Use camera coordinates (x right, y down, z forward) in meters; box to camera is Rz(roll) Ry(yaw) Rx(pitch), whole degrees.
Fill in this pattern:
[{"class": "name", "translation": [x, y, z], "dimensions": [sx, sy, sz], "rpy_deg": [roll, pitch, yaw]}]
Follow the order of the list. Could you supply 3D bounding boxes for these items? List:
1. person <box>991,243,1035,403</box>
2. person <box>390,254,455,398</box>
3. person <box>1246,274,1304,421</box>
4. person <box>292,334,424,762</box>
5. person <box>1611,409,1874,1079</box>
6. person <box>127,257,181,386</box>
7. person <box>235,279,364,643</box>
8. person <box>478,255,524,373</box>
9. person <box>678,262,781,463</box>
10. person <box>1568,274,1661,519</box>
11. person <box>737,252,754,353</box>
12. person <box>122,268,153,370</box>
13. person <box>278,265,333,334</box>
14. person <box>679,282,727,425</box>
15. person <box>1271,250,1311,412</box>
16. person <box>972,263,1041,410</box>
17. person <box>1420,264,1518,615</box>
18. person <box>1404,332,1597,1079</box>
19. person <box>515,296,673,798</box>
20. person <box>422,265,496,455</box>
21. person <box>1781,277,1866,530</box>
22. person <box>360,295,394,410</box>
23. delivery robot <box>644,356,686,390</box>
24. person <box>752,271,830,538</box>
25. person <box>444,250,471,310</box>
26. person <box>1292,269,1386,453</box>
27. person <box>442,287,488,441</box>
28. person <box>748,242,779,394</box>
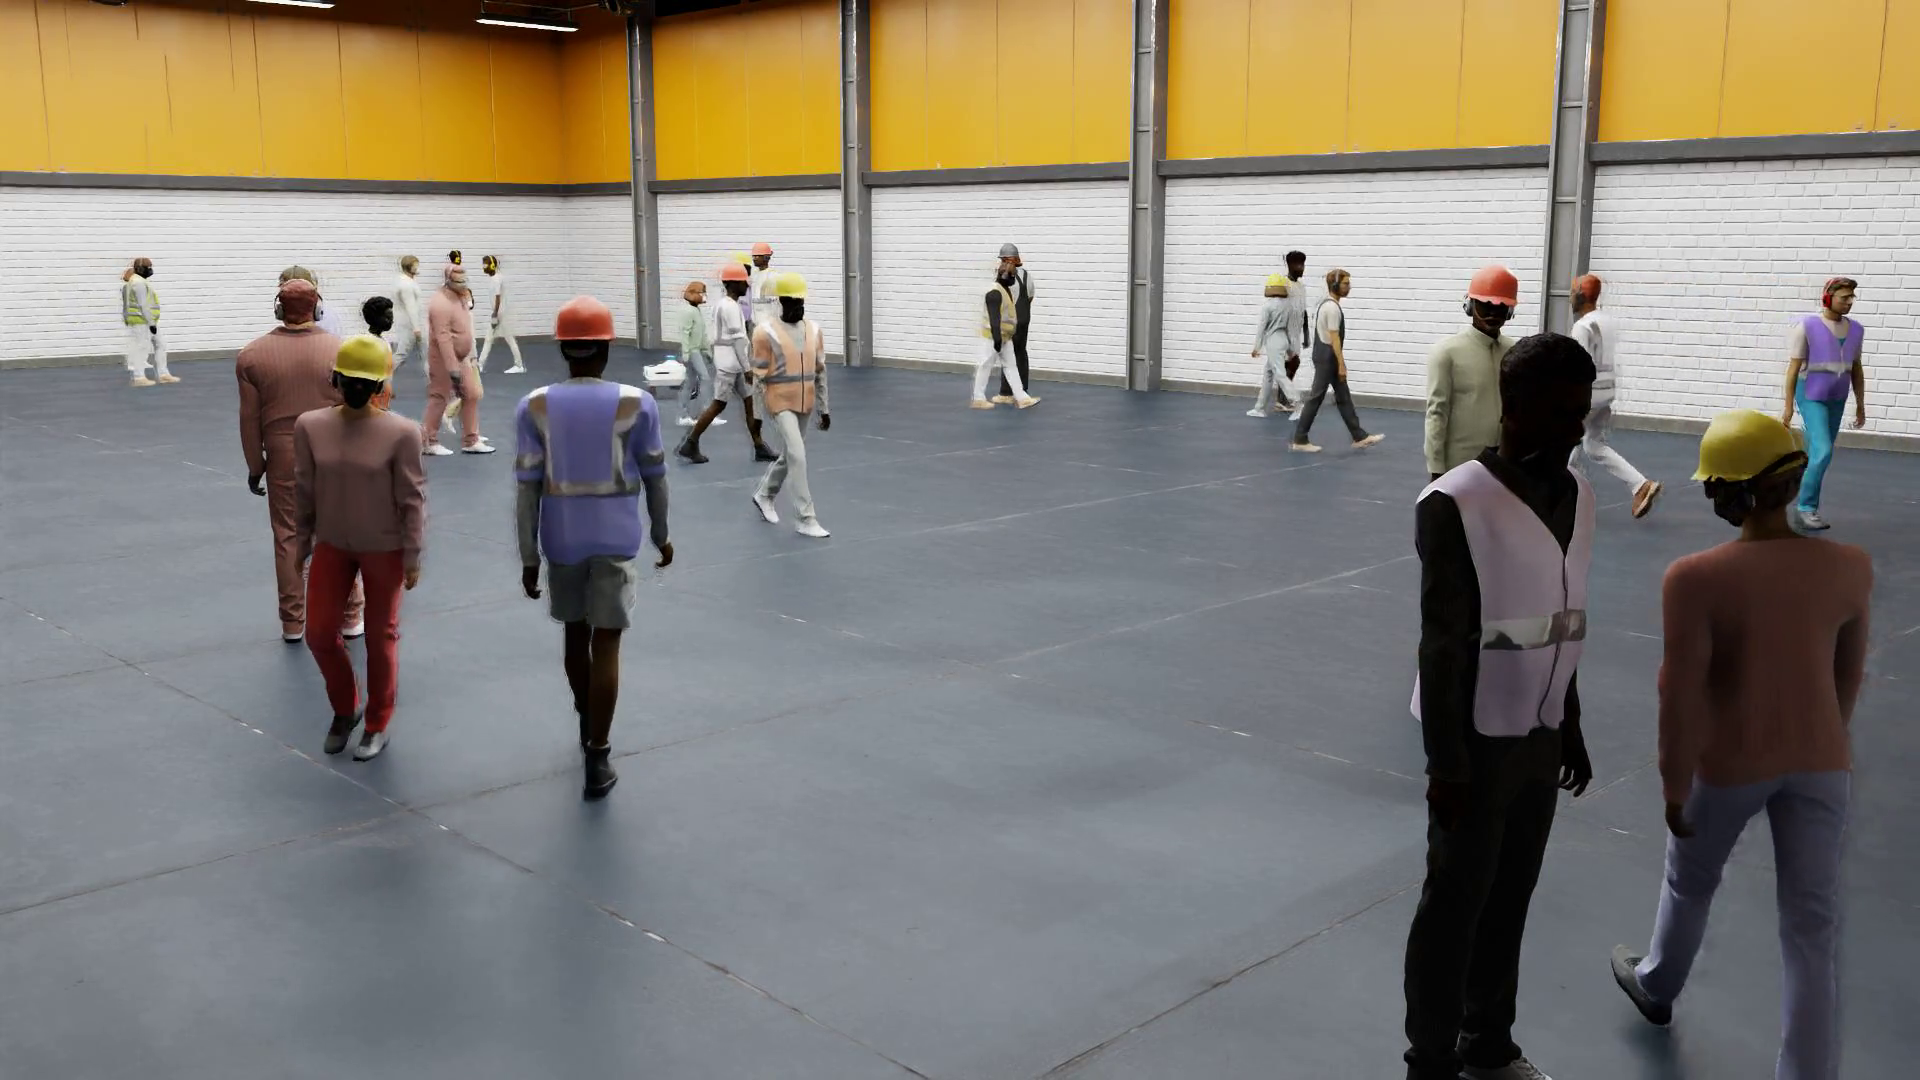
[{"class": "person", "translation": [0.609, -2.778, 21.291], "dimensions": [0.535, 2.000, 0.684], "rpy_deg": [9, 14, 40]}, {"class": "person", "translation": [-7.249, -2.799, 21.825], "dimensions": [1.017, 1.899, 0.641], "rpy_deg": [-2, 11, -10]}, {"class": "person", "translation": [3.714, -2.240, 19.301], "dimensions": [0.482, 1.693, 0.910], "rpy_deg": [-10, 14, -43]}, {"class": "person", "translation": [-2.417, 0.042, 6.701], "dimensions": [0.553, 1.742, 0.397], "rpy_deg": [0, 10, 0]}, {"class": "person", "translation": [1.946, 0.537, 4.122], "dimensions": [0.549, 1.709, 0.894], "rpy_deg": [1, 10, 3]}, {"class": "person", "translation": [-11.461, -3.095, 23.646], "dimensions": [0.752, 1.811, 0.656], "rpy_deg": [-5, 11, -25]}, {"class": "person", "translation": [-3.411, -0.409, 8.743], "dimensions": [0.654, 1.905, 0.408], "rpy_deg": [-3, 11, -14]}, {"class": "person", "translation": [-7.211, -3.462, 25.640], "dimensions": [0.969, 1.813, 0.537], "rpy_deg": [-6, 12, -29]}, {"class": "person", "translation": [-2.182, -1.649, 15.566], "dimensions": [0.996, 1.900, 0.540], "rpy_deg": [-1, 10, -5]}, {"class": "person", "translation": [4.752, -1.037, 12.327], "dimensions": [0.786, 1.857, 0.620], "rpy_deg": [9, 14, 41]}, {"class": "person", "translation": [-3.125, -3.269, 24.426], "dimensions": [1.007, 1.872, 0.601], "rpy_deg": [4, 11, 22]}, {"class": "person", "translation": [-13.029, -3.502, 26.405], "dimensions": [0.522, 1.611, 0.594], "rpy_deg": [10, 14, 43]}, {"class": "person", "translation": [-4.659, -1.016, 12.011], "dimensions": [0.469, 1.918, 0.711], "rpy_deg": [-3, 11, -16]}, {"class": "person", "translation": [-2.863, -2.075, 18.609], "dimensions": [0.695, 1.604, 0.529], "rpy_deg": [1, 10, 5]}, {"class": "person", "translation": [4.025, -2.500, 20.017], "dimensions": [0.536, 1.947, 0.645], "rpy_deg": [9, 14, 40]}, {"class": "person", "translation": [0.549, -2.476, 20.323], "dimensions": [0.913, 1.782, 0.664], "rpy_deg": [4, 11, 19]}, {"class": "person", "translation": [2.553, -0.353, 8.208], "dimensions": [0.611, 1.990, 0.392], "rpy_deg": [-5, 11, -24]}, {"class": "person", "translation": [1.285, 0.465, 3.956], "dimensions": [0.587, 1.914, 0.391], "rpy_deg": [-9, 13, -39]}, {"class": "person", "translation": [-1.432, -0.008, 6.588], "dimensions": [0.562, 1.889, 0.961], "rpy_deg": [0, 10, 0]}, {"class": "person", "translation": [-4.881, -1.713, 16.017], "dimensions": [0.820, 1.847, 0.665], "rpy_deg": [1, 10, 6]}, {"class": "person", "translation": [6.281, -0.975, 12.023], "dimensions": [0.600, 1.826, 0.547], "rpy_deg": [-3, 11, -18]}, {"class": "person", "translation": [-4.579, -1.035, 12.767], "dimensions": [0.518, 1.674, 0.550], "rpy_deg": [0, 10, 2]}, {"class": "delivery robot", "translation": [-3.780, -2.171, 21.781], "dimensions": [0.707, 0.478, 0.477], "rpy_deg": [-2, 11, -11]}, {"class": "person", "translation": [-1.258, -0.997, 12.024], "dimensions": [0.596, 1.890, 0.962], "rpy_deg": [-10, 14, -43]}, {"class": "person", "translation": [-9.359, -4.478, 31.083], "dimensions": [0.518, 1.847, 0.400], "rpy_deg": [9, 14, 40]}, {"class": "person", "translation": [3.710, -1.730, 16.244], "dimensions": [0.949, 1.796, 0.538], "rpy_deg": [2, 11, 11]}, {"class": "person", "translation": [-5.180, -1.832, 17.282], "dimensions": [0.481, 1.619, 0.524], "rpy_deg": [1, 10, 4]}, {"class": "person", "translation": [-2.650, -2.981, 22.393], "dimensions": [0.379, 2.044, 0.607], "rpy_deg": [-7, 12, -32]}]
